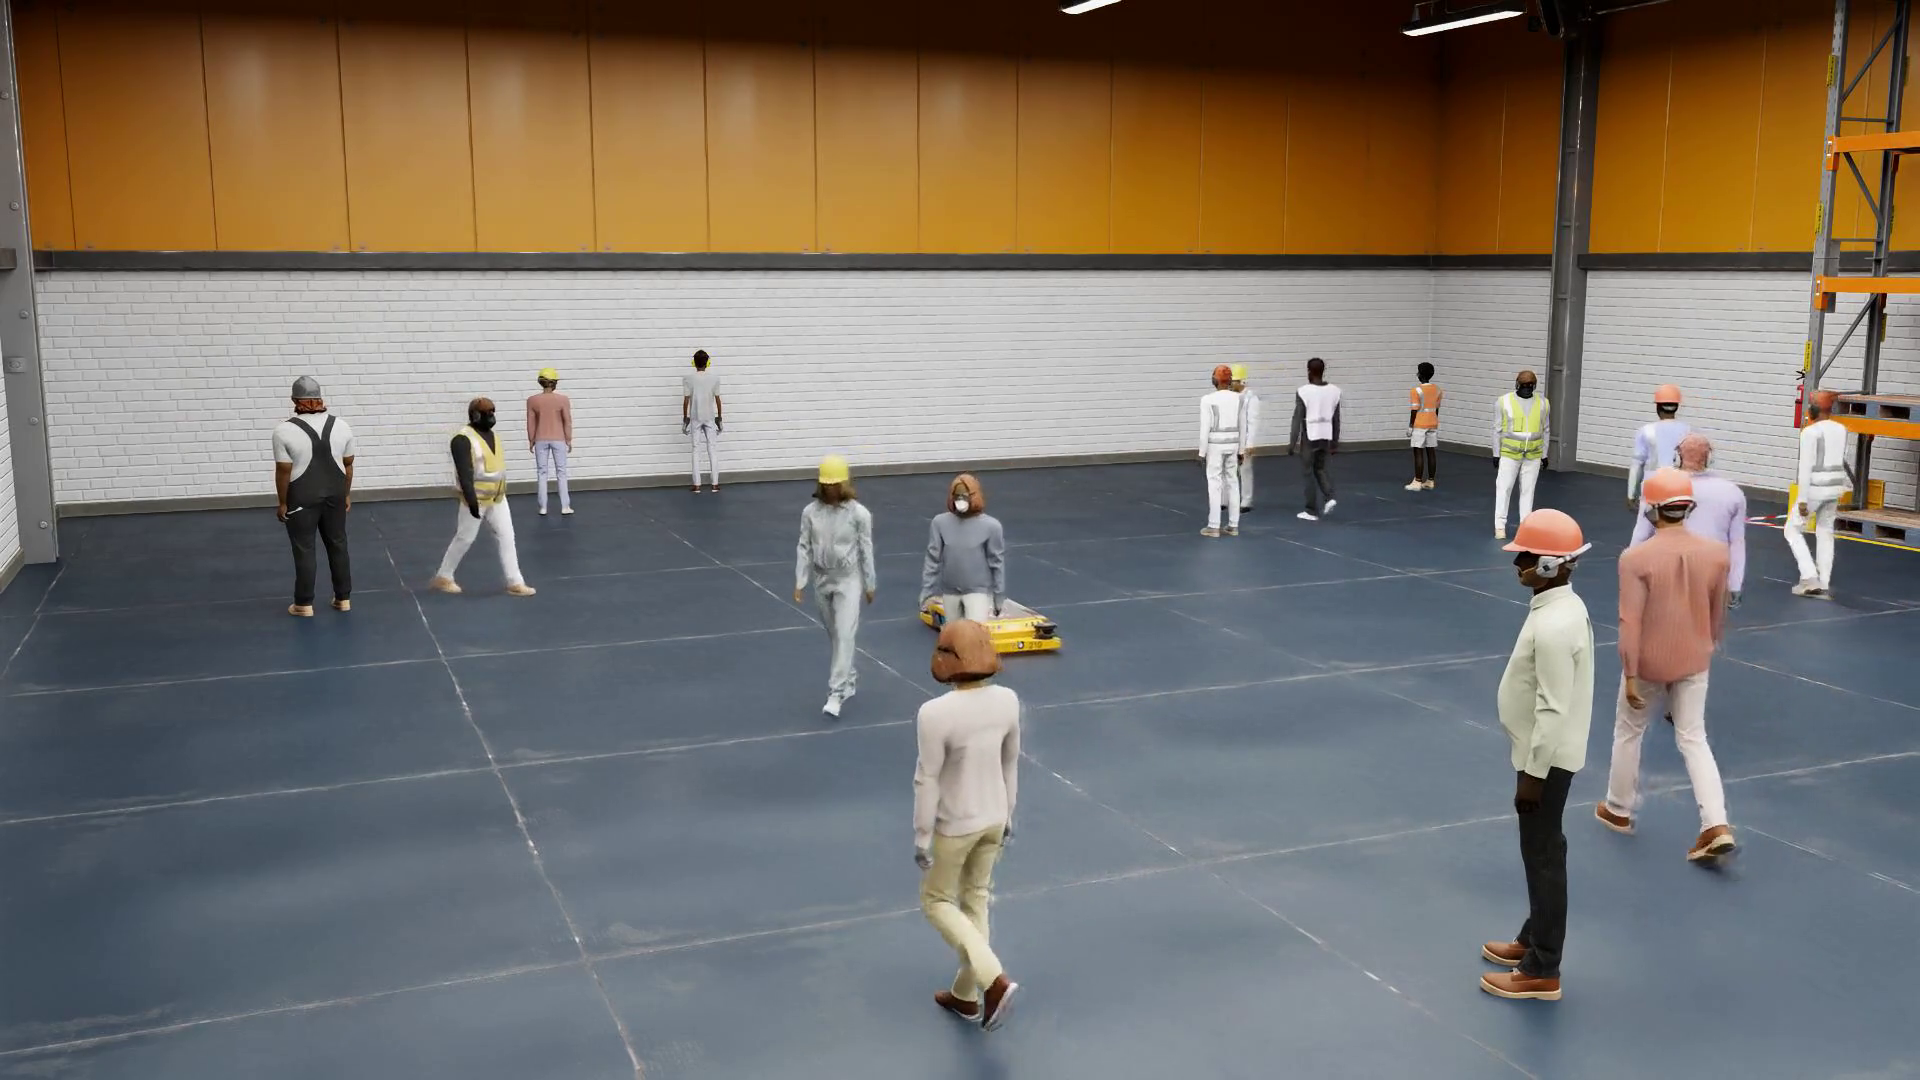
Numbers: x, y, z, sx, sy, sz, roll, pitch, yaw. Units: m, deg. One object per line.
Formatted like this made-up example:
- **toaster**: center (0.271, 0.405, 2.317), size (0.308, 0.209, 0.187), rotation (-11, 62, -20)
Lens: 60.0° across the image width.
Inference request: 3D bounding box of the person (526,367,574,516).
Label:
- **person**: center (-4.867, -1.167, 19.749), size (0.526, 1.765, 0.329), rotation (-1, 9, -3)

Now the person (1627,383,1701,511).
- **person**: center (6.262, -0.439, 14.870), size (0.580, 1.915, 0.681), rotation (1, 9, 7)

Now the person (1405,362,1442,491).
- **person**: center (6.110, -1.493, 21.928), size (0.533, 1.697, 0.318), rotation (-6, 11, -32)

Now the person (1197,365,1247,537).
- **person**: center (2.867, -0.974, 18.217), size (0.585, 1.882, 0.337), rotation (-4, 10, -22)

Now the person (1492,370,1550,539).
- **person**: center (6.084, -0.921, 18.042), size (0.621, 1.839, 0.429), rotation (0, 9, 2)

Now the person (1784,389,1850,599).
- **person**: center (7.628, -0.401, 14.799), size (0.590, 1.871, 0.421), rotation (-3, 10, -20)

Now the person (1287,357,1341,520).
- **person**: center (4.125, -1.168, 19.343), size (0.600, 1.900, 0.434), rotation (-5, 10, -26)

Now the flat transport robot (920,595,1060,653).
- **flat transport robot**: center (0.216, 0.648, 13.268), size (0.652, 0.197, 1.431), rotation (-3, 10, -20)

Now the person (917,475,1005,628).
- **person**: center (-0.010, 0.387, 10.802), size (0.518, 1.610, 0.660), rotation (4, 10, 25)

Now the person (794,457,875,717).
- **person**: center (-0.847, 0.304, 11.032), size (0.486, 1.701, 0.847), rotation (4, 10, 21)

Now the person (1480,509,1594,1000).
- **person**: center (2.354, 0.862, 6.757), size (0.379, 1.995, 0.612), rotation (3, 10, 20)

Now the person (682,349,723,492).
- **person**: center (-3.377, -1.557, 21.793), size (0.533, 1.869, 0.311), rotation (-2, 10, -14)

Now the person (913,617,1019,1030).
- **person**: center (0.059, 1.108, 6.390), size (0.514, 1.617, 0.493), rotation (-8, 12, -40)

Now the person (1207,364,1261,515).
- **person**: center (3.212, -1.167, 19.627), size (0.700, 1.800, 0.622), rotation (-7, 12, -38)

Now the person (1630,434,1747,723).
- **person**: center (4.732, 0.233, 10.947), size (0.679, 1.860, 0.952), rotation (1, 9, 6)

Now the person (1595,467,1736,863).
- **person**: center (3.601, 0.617, 8.380), size (0.606, 1.962, 0.937), rotation (-1, 9, -5)

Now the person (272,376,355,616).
- **person**: center (-5.520, -0.380, 14.144), size (0.538, 2.000, 0.683), rotation (9, 13, 44)

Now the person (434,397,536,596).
- **person**: center (-4.328, -0.385, 14.919), size (0.945, 1.803, 0.624), rotation (4, 10, 24)
